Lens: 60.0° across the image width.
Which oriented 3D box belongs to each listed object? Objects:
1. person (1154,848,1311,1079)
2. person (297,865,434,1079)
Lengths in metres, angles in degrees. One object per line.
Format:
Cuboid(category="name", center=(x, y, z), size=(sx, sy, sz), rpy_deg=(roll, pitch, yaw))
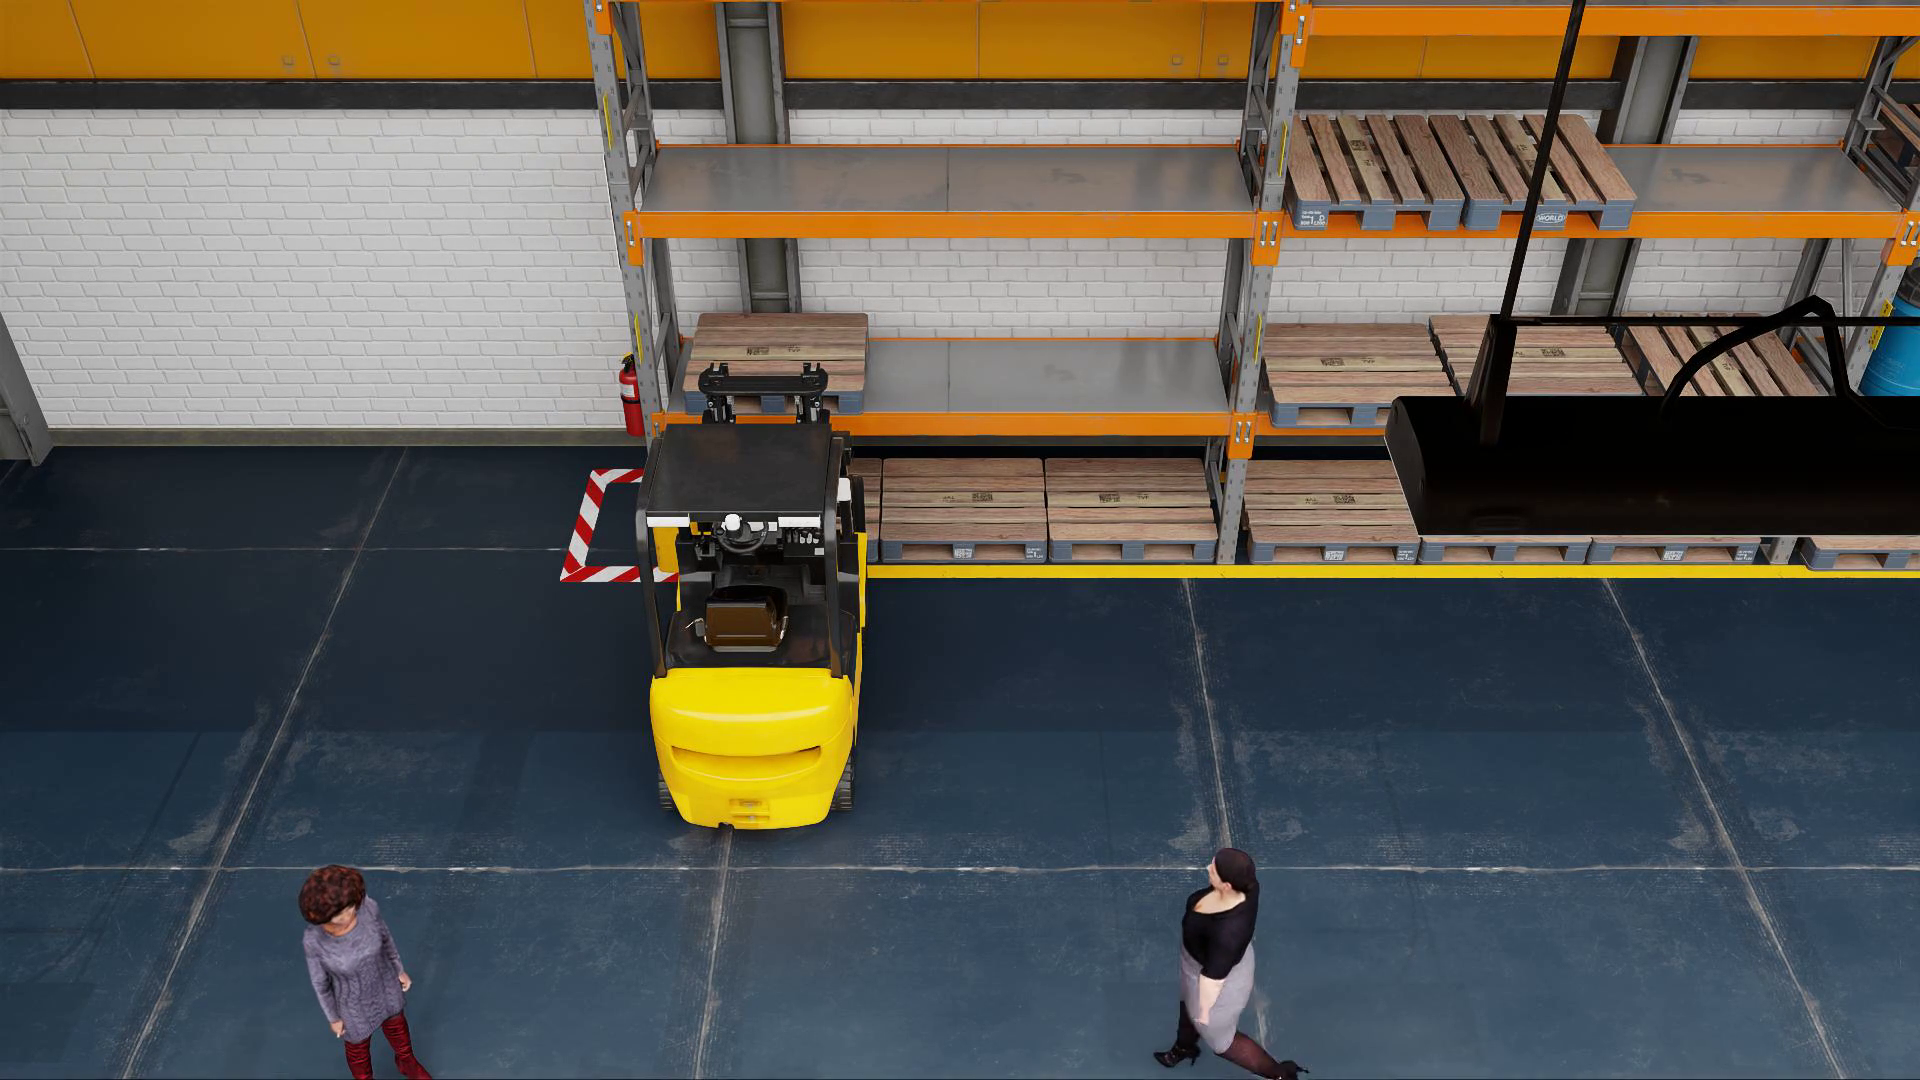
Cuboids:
Cuboid(category="person", center=(1.347, 2.166, 8.134), size=(1.101, 1.737, 0.844), rpy_deg=(11, 40, 13))
Cuboid(category="person", center=(-2.912, 2.199, 8.113), size=(0.697, 1.711, 0.647), rpy_deg=(30, 47, 32))
